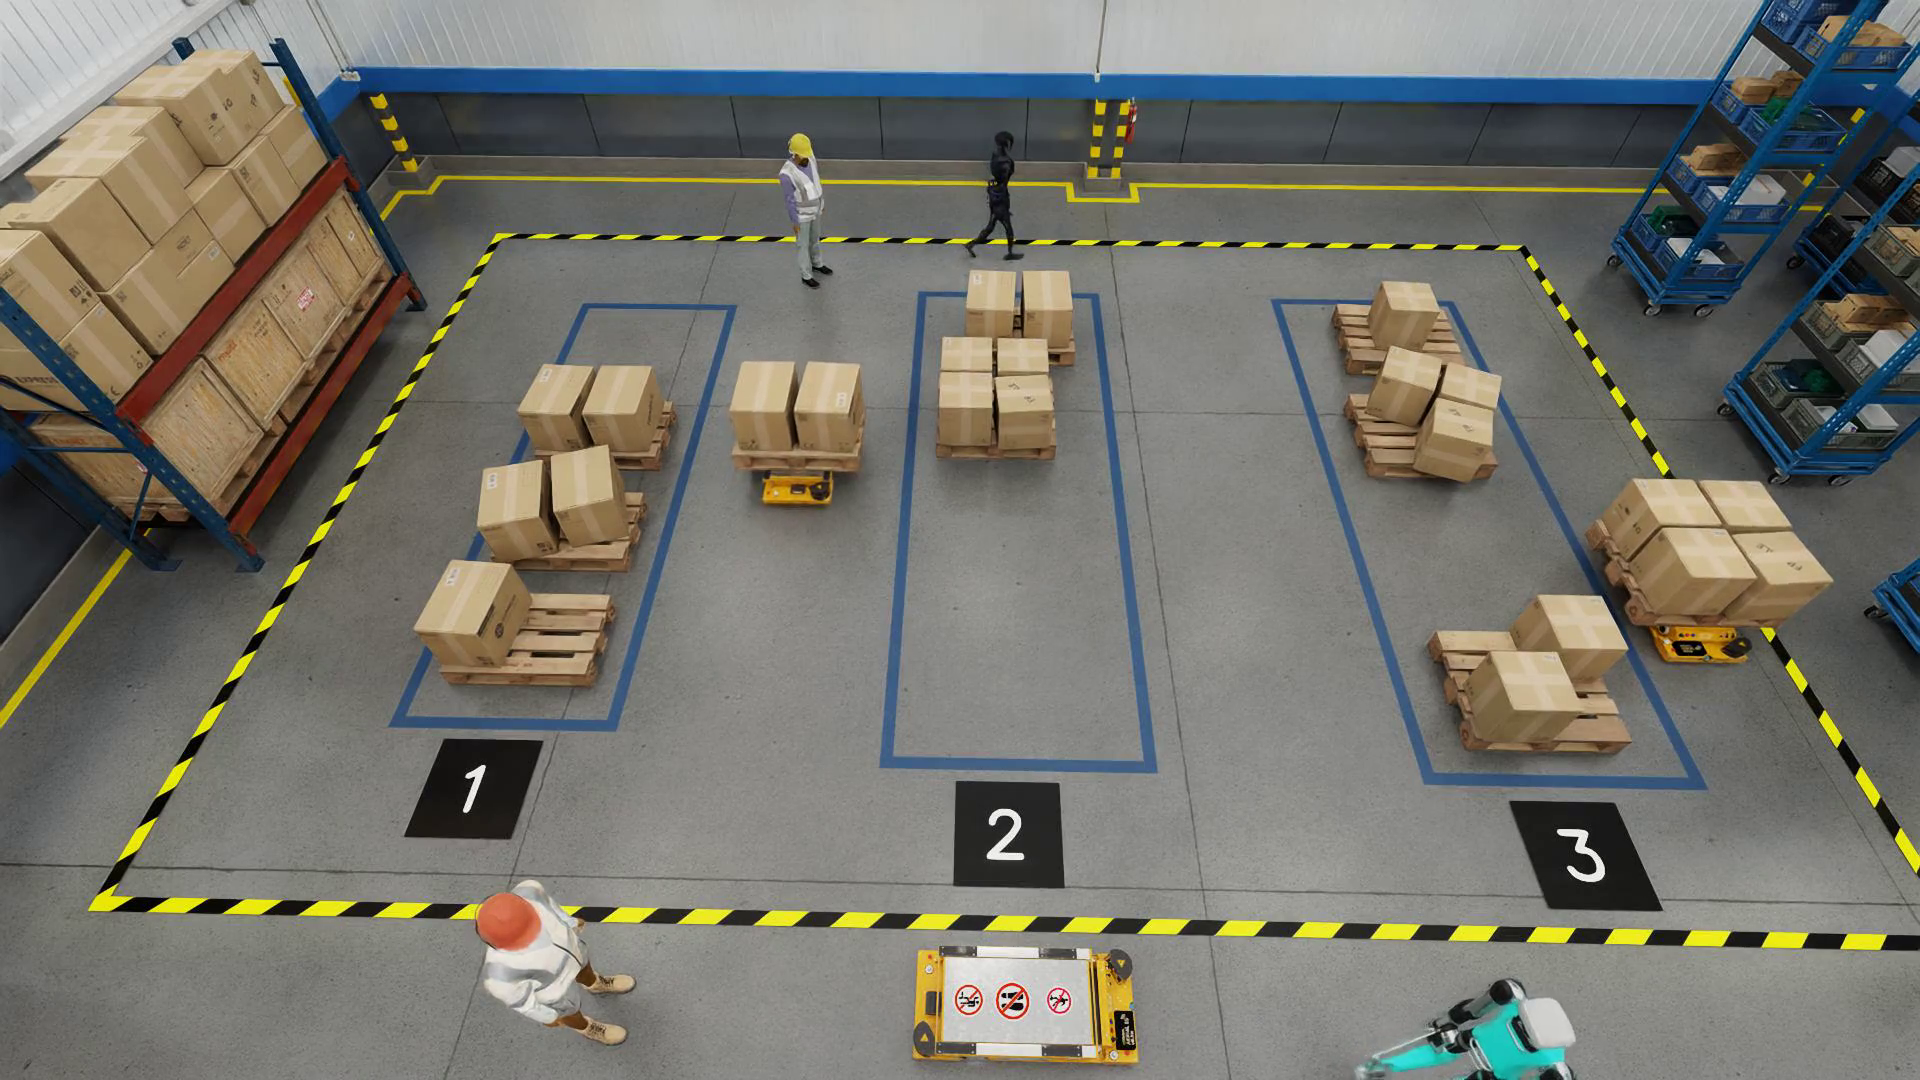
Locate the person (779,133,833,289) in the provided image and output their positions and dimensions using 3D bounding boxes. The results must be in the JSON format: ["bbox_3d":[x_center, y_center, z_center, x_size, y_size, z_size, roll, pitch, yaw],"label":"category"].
[{"bbox_3d":[-1.760,-3.799,10.580,0.403,1.822,0.587,22,54,17],"label":"person"}]

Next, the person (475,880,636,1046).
[{"bbox_3d":[-2.325,2.472,5.328,0.381,2.039,0.613,-1,51,-1],"label":"person"}]

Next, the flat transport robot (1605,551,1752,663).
[{"bbox_3d":[6.300,0.424,8.122,0.652,0.197,1.431,1,51,1],"label":"flat transport robot"}]

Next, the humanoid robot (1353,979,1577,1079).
[{"bbox_3d":[2.676,2.960,5.107,0.963,1.717,0.546,-10,52,-8],"label":"humanoid robot"}]

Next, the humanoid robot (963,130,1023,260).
[{"bbox_3d":[0.415,-4.062,10.922,0.742,1.646,0.593,-7,51,-6],"label":"humanoid robot"}]

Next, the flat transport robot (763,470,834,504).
[{"bbox_3d":[-1.565,-0.956,9.247,0.652,0.197,1.431,1,51,1],"label":"flat transport robot"}]

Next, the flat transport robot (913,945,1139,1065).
[{"bbox_3d":[0.422,3.041,6.007,1.431,0.231,0.659,1,51,1],"label":"flat transport robot"}]
